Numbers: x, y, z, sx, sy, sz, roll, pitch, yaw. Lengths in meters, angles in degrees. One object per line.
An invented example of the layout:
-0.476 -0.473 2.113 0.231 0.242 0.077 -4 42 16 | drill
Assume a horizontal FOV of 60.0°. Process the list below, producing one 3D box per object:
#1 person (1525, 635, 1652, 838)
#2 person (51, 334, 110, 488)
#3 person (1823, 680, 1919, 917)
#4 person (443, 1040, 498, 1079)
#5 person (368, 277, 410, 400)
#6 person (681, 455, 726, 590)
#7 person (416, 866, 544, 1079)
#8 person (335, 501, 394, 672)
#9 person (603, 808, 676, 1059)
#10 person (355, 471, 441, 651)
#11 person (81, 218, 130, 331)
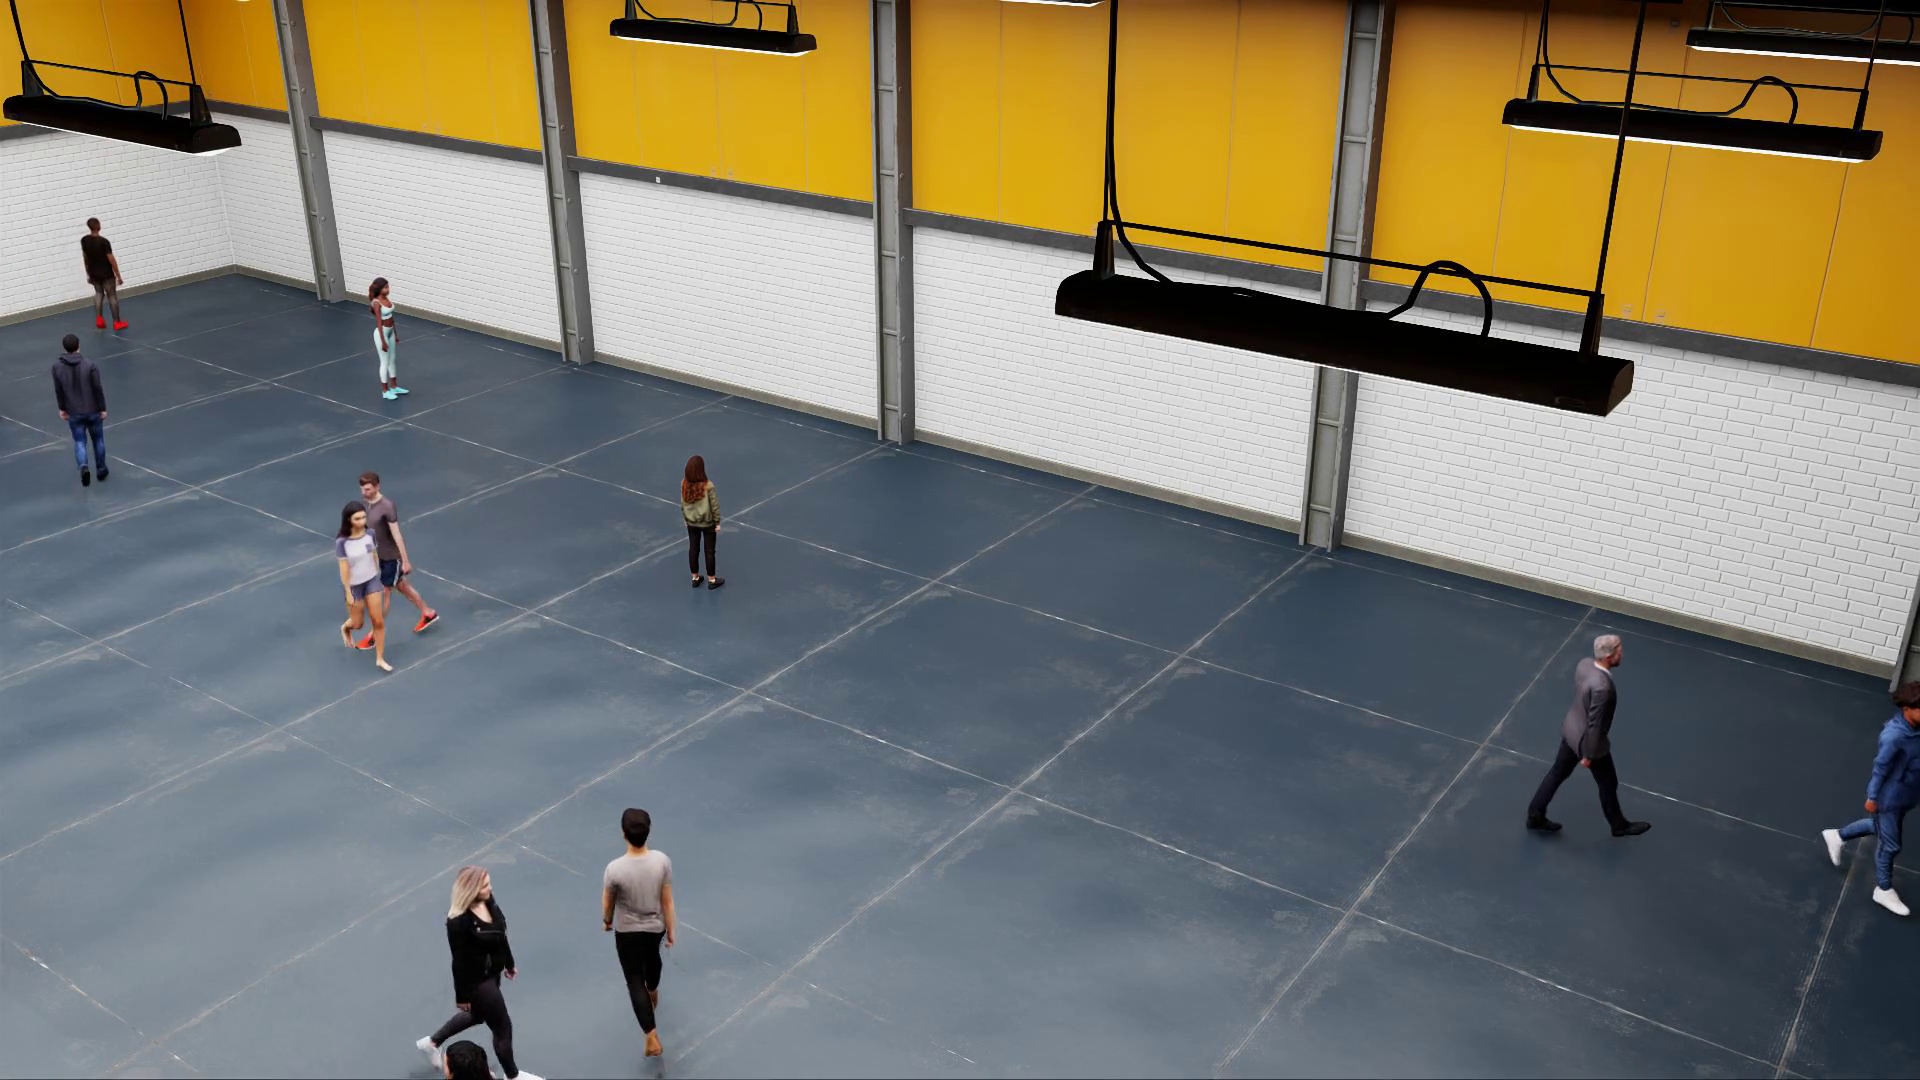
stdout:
4.852 1.564 13.086 1.308 1.794 1.155 0 24 0 | person
-10.605 -1.528 20.066 1.026 1.870 1.132 -7 25 -15 | person
6.921 1.848 12.446 1.012 1.786 1.204 -11 26 -24 | person
-2.472 3.429 8.920 0.940 1.715 0.832 5 24 12 | person
-8.028 -2.831 23.227 0.659 1.725 0.644 4 24 8 | person
-2.726 -0.194 17.505 0.546 1.476 0.695 7 25 16 | person
-3.105 2.769 10.503 1.155 1.655 0.917 5 24 10 | person
-5.736 0.422 15.806 0.941 1.709 0.654 20 31 38 | person
-2.080 2.584 10.886 0.951 1.687 1.199 -12 26 -25 | person
-5.525 0.144 16.326 1.130 1.802 0.804 18 29 35 | person
-13.558 -4.167 26.191 0.854 1.800 0.924 3 24 6 | person
